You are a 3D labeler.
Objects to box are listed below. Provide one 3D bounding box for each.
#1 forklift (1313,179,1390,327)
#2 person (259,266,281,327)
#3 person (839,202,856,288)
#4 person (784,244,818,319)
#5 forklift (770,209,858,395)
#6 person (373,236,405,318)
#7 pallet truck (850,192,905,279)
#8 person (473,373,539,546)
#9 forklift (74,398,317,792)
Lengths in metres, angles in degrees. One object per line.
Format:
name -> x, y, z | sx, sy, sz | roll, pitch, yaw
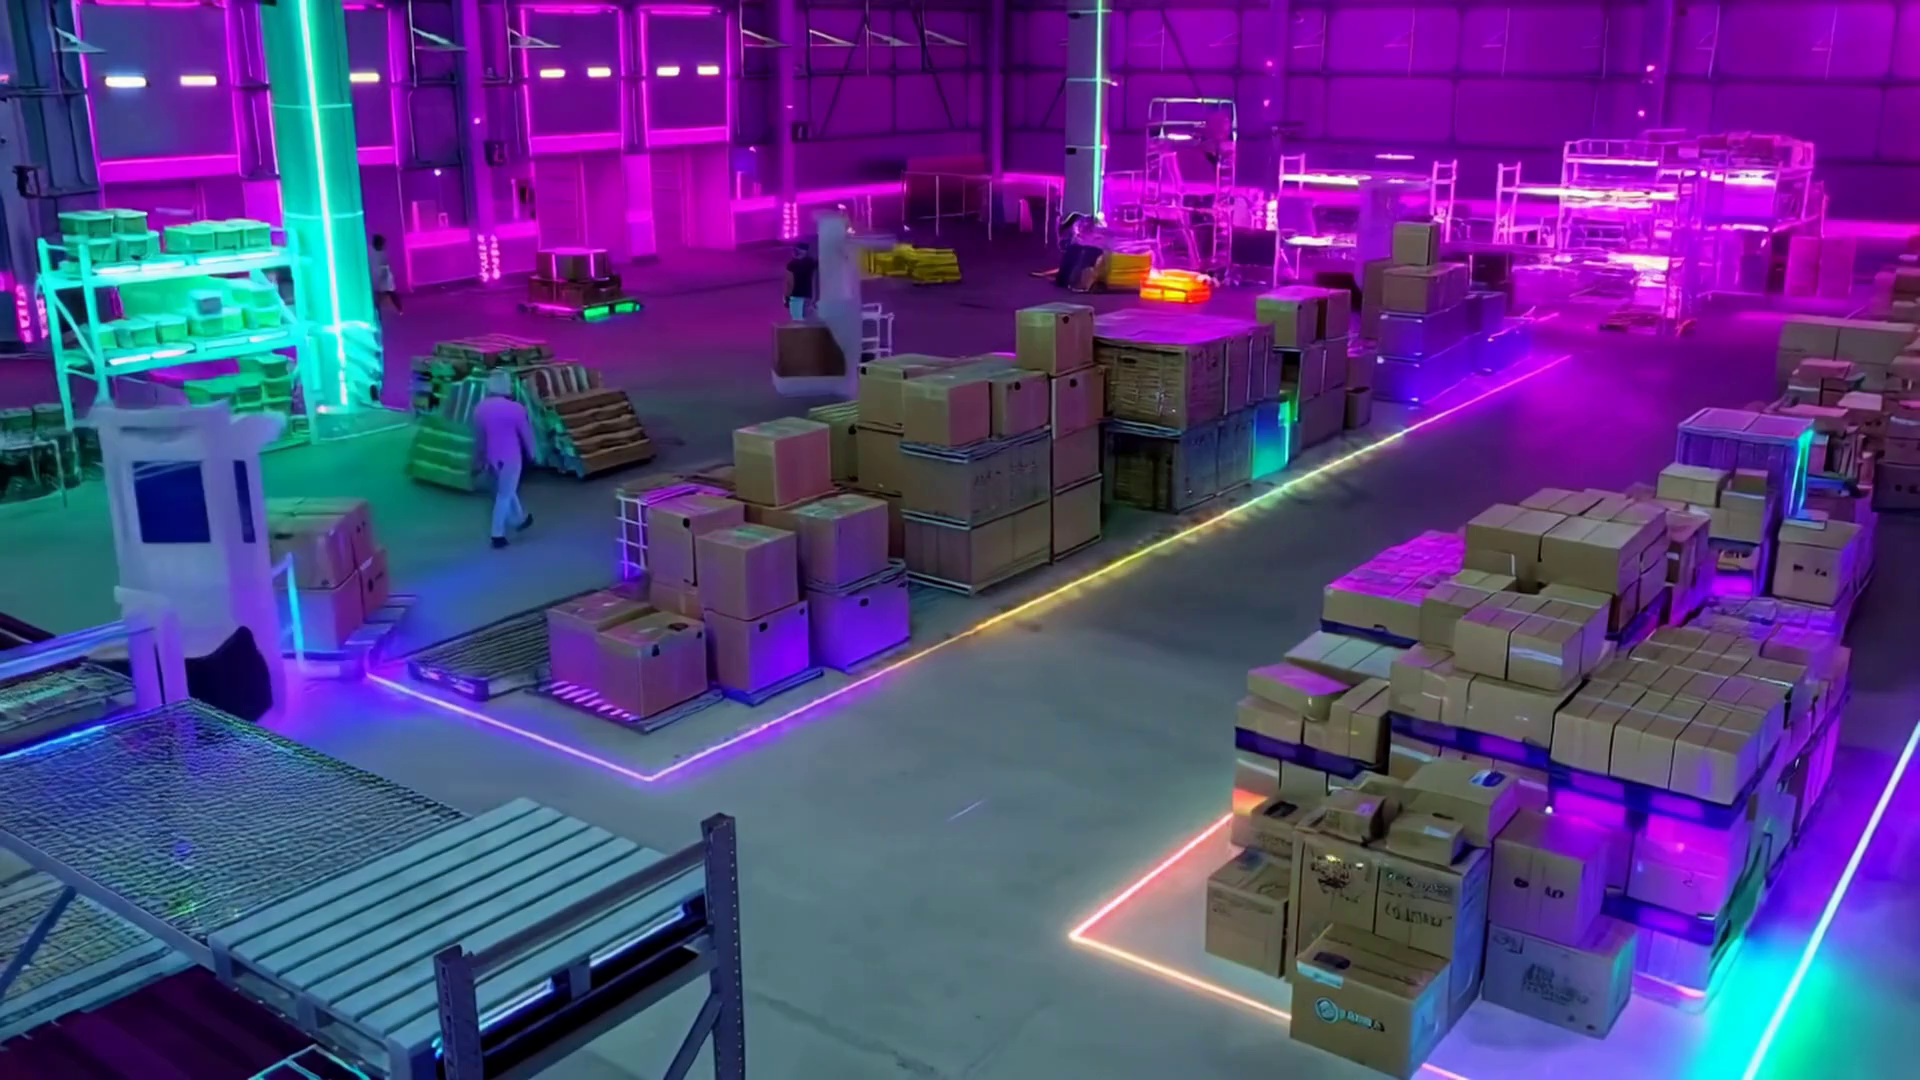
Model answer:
forklift -> 7.891, -5.534, 32.099 | 1.873, 2.768, 1.129 | 10, 19, 29
person -> -11.570, -3.769, 27.909 | 0.786, 1.894, 0.619 | -15, 23, -41
person -> -2.611, -6.624, 37.356 | 0.581, 1.919, 0.399 | 3, 17, 8
person -> -2.832, -4.311, 29.678 | 0.634, 1.929, 0.381 | -9, 19, -27
forklift -> -2.039, -3.792, 26.331 | 1.873, 2.768, 1.129 | -4, 17, -13
person -> -11.543, -5.227, 33.158 | 0.890, 1.643, 0.550 | -16, 23, -43
pallet truck -> -1.936, -7.159, 38.982 | 1.885, 1.965, 0.823 | -12, 21, -34
person -> -5.065, -0.912, 18.491 | 0.644, 1.892, 1.035 | 5, 18, 17
forklift -> -5.973, 0.301, 12.779 | 1.129, 2.768, 1.873 | 0, 17, -2
